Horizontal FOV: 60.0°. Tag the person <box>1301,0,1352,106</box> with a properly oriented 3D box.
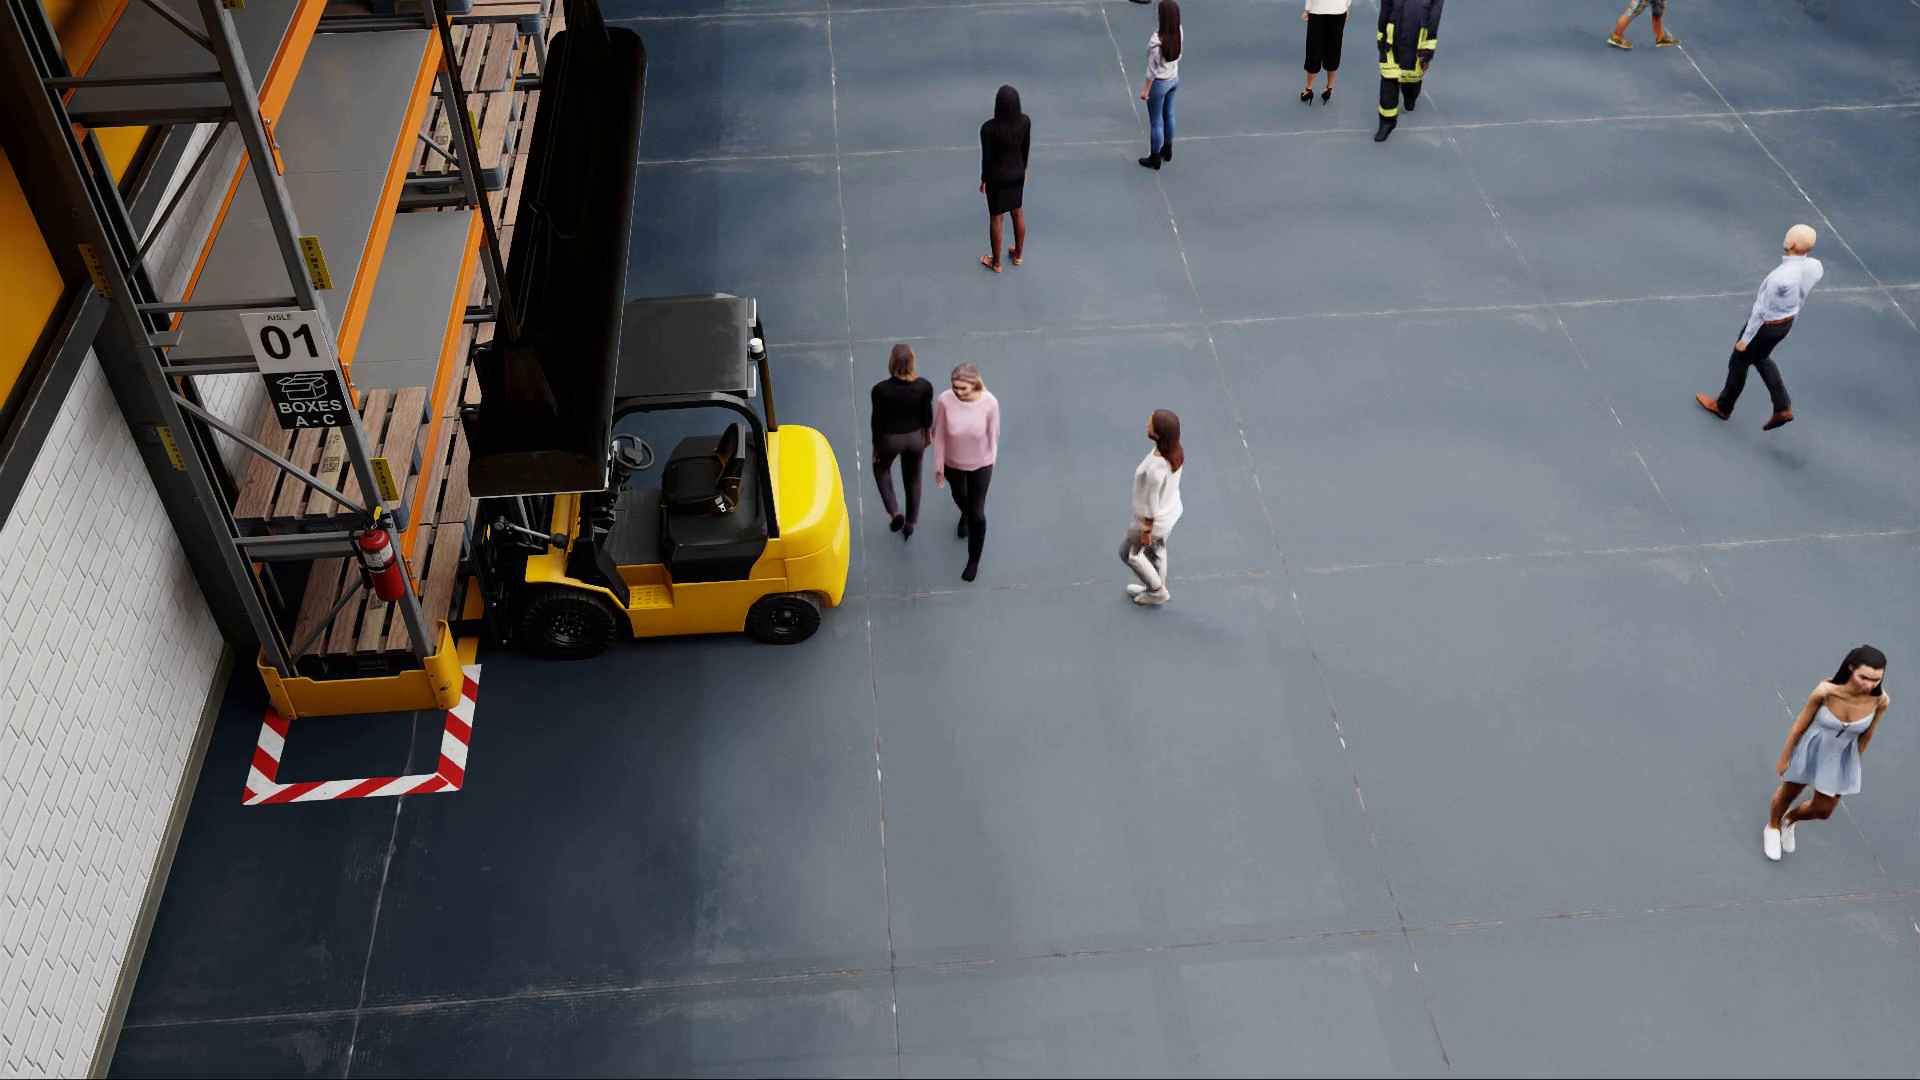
[{"bbox_3d":[3.564,-5.108,16.140,0.615,1.858,0.526,-2,44,-2],"label":"person"}]

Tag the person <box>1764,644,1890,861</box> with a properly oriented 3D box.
[{"bbox_3d":[4.978,1.175,9.640,0.680,1.725,0.690,9,44,9],"label":"person"}]

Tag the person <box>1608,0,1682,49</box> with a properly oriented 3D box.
[{"bbox_3d":[7.043,-5.739,17.107,0.895,1.436,0.926,22,48,21],"label":"person"}]

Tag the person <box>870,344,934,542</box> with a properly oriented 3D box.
[{"bbox_3d":[-0.391,-0.603,11.553,0.656,1.661,0.611,-10,45,-11],"label":"person"}]

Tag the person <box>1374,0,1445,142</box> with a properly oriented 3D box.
[{"bbox_3d":[4.235,-4.713,15.765,1.012,1.803,1.155,15,46,15],"label":"person"}]

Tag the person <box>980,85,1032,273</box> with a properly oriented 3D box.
[{"bbox_3d":[0.381,-3.078,14.108,0.679,1.721,0.641,-20,47,-20],"label":"person"}]

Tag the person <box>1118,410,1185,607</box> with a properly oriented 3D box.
[{"bbox_3d":[1.368,-0.156,11.071,0.787,1.678,0.701,19,47,19],"label":"person"}]

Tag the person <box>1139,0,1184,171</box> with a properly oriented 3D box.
[{"bbox_3d":[1.879,-4.217,15.368,0.726,1.632,0.672,32,52,29],"label":"person"}]

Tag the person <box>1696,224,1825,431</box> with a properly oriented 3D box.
[{"bbox_3d":[6.096,-1.527,12.441,0.895,1.774,1.095,-21,48,-21],"label":"person"}]

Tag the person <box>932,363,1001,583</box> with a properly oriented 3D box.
[{"bbox_3d":[0.041,-0.607,11.573,0.780,1.640,1.119,6,44,6],"label":"person"}]
